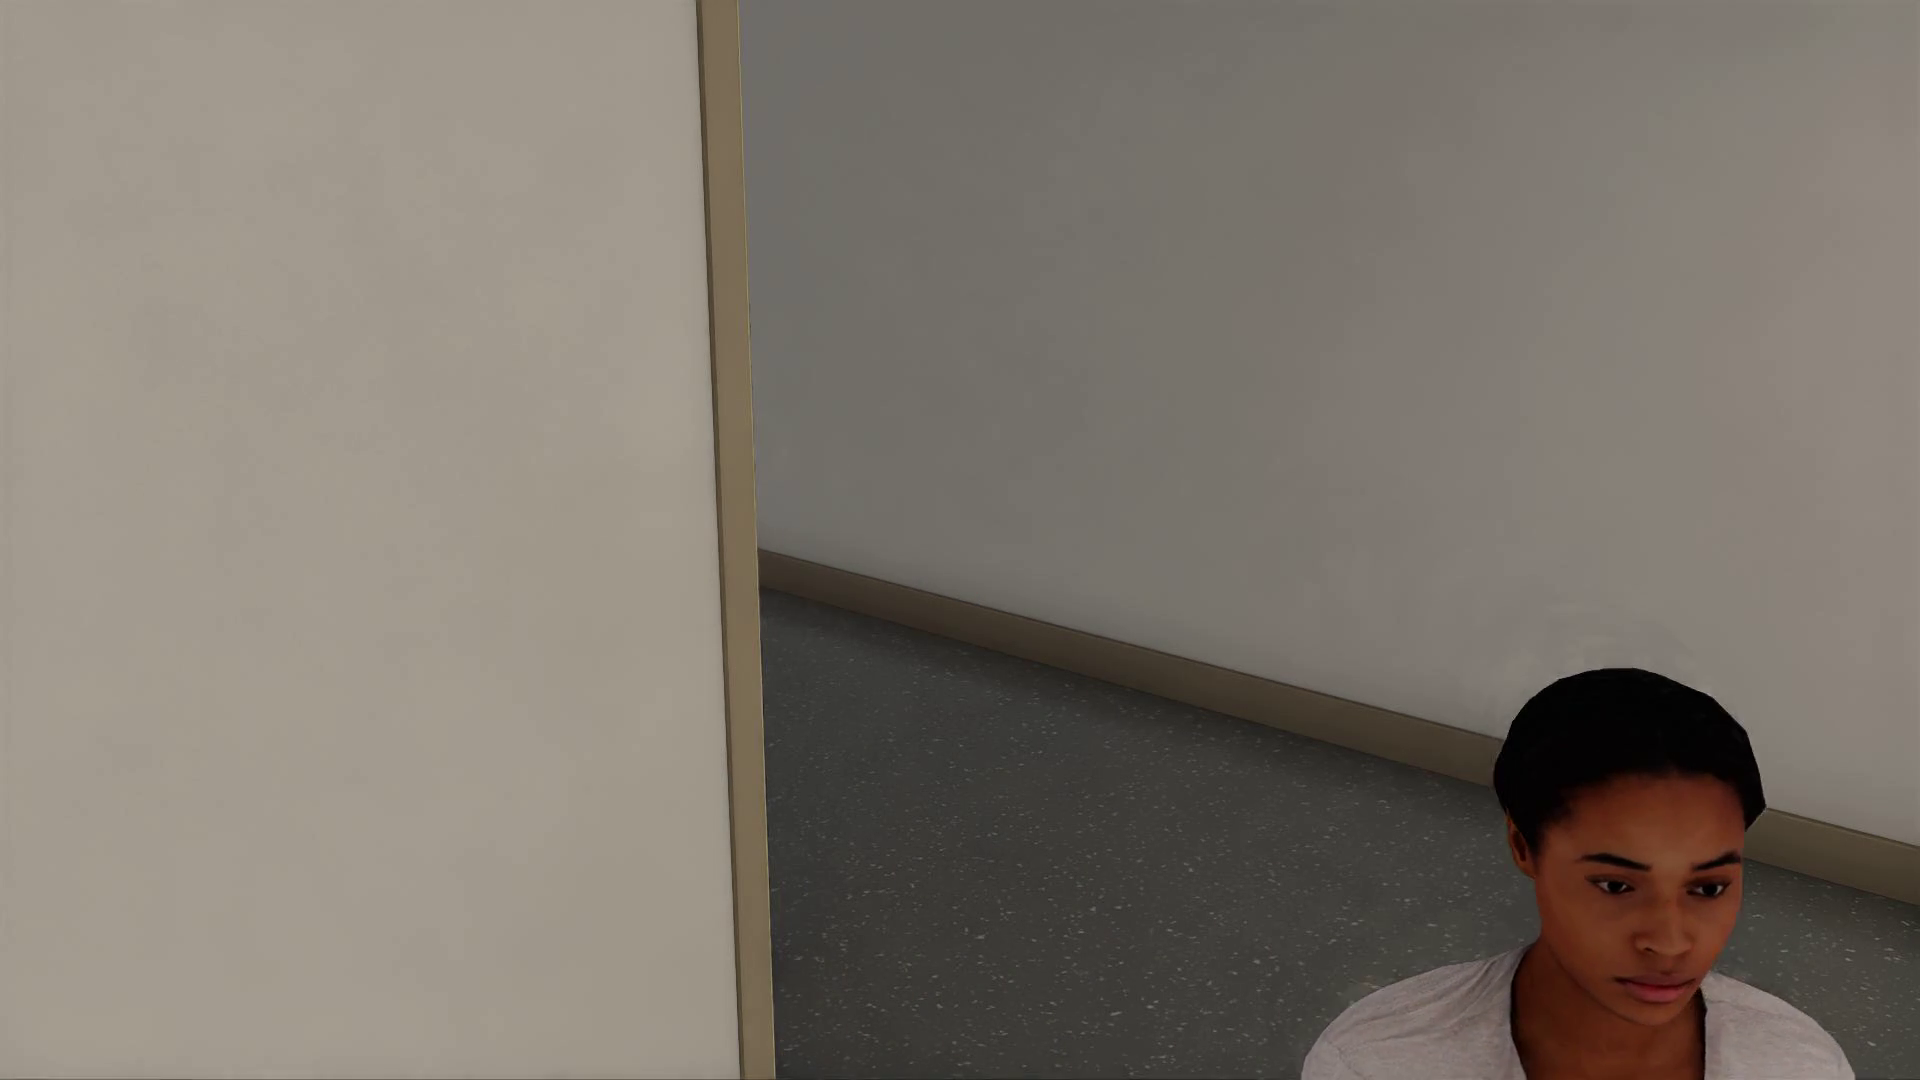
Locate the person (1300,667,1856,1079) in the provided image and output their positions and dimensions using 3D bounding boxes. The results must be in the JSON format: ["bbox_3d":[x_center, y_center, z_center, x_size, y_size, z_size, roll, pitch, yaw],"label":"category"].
[{"bbox_3d":[0.506,0.927,1.517,0.988,1.717,1.101,0,16,0],"label":"person"}]
